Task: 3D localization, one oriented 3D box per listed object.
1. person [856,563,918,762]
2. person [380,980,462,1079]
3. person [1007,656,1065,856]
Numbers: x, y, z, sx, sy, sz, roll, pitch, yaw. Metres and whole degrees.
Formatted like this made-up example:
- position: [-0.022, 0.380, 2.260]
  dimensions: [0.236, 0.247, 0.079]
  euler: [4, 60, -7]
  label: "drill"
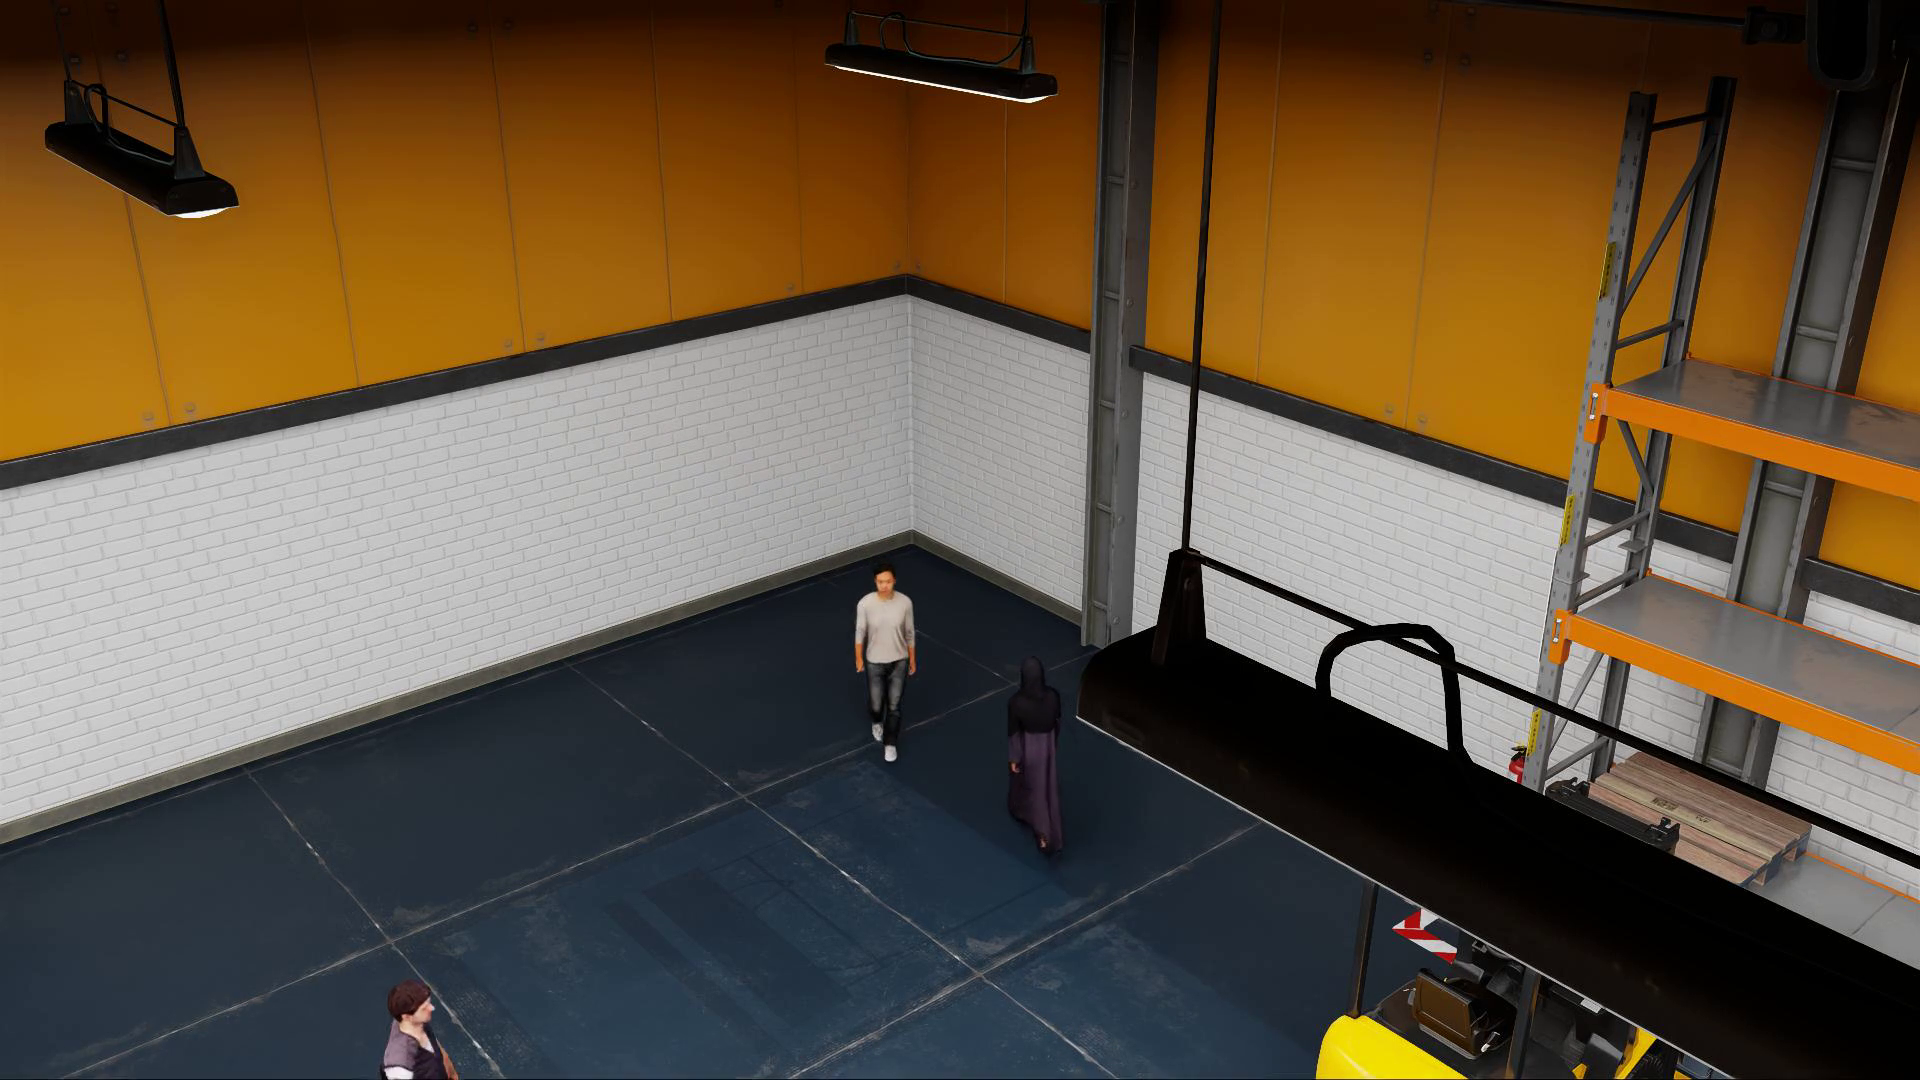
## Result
- position: [-0.624, 0.970, 14.075]
  dimensions: [0.837, 1.798, 0.900]
  euler: [-3, 24, -7]
  label: "person"
- position: [-3.038, 3.161, 9.028]
  dimensions: [0.949, 1.827, 0.926]
  euler: [-6, 24, -14]
  label: "person"
- position: [0.595, 1.653, 12.753]
  dimensions: [0.980, 1.606, 1.202]
  euler: [-4, 24, -9]
  label: "person"
